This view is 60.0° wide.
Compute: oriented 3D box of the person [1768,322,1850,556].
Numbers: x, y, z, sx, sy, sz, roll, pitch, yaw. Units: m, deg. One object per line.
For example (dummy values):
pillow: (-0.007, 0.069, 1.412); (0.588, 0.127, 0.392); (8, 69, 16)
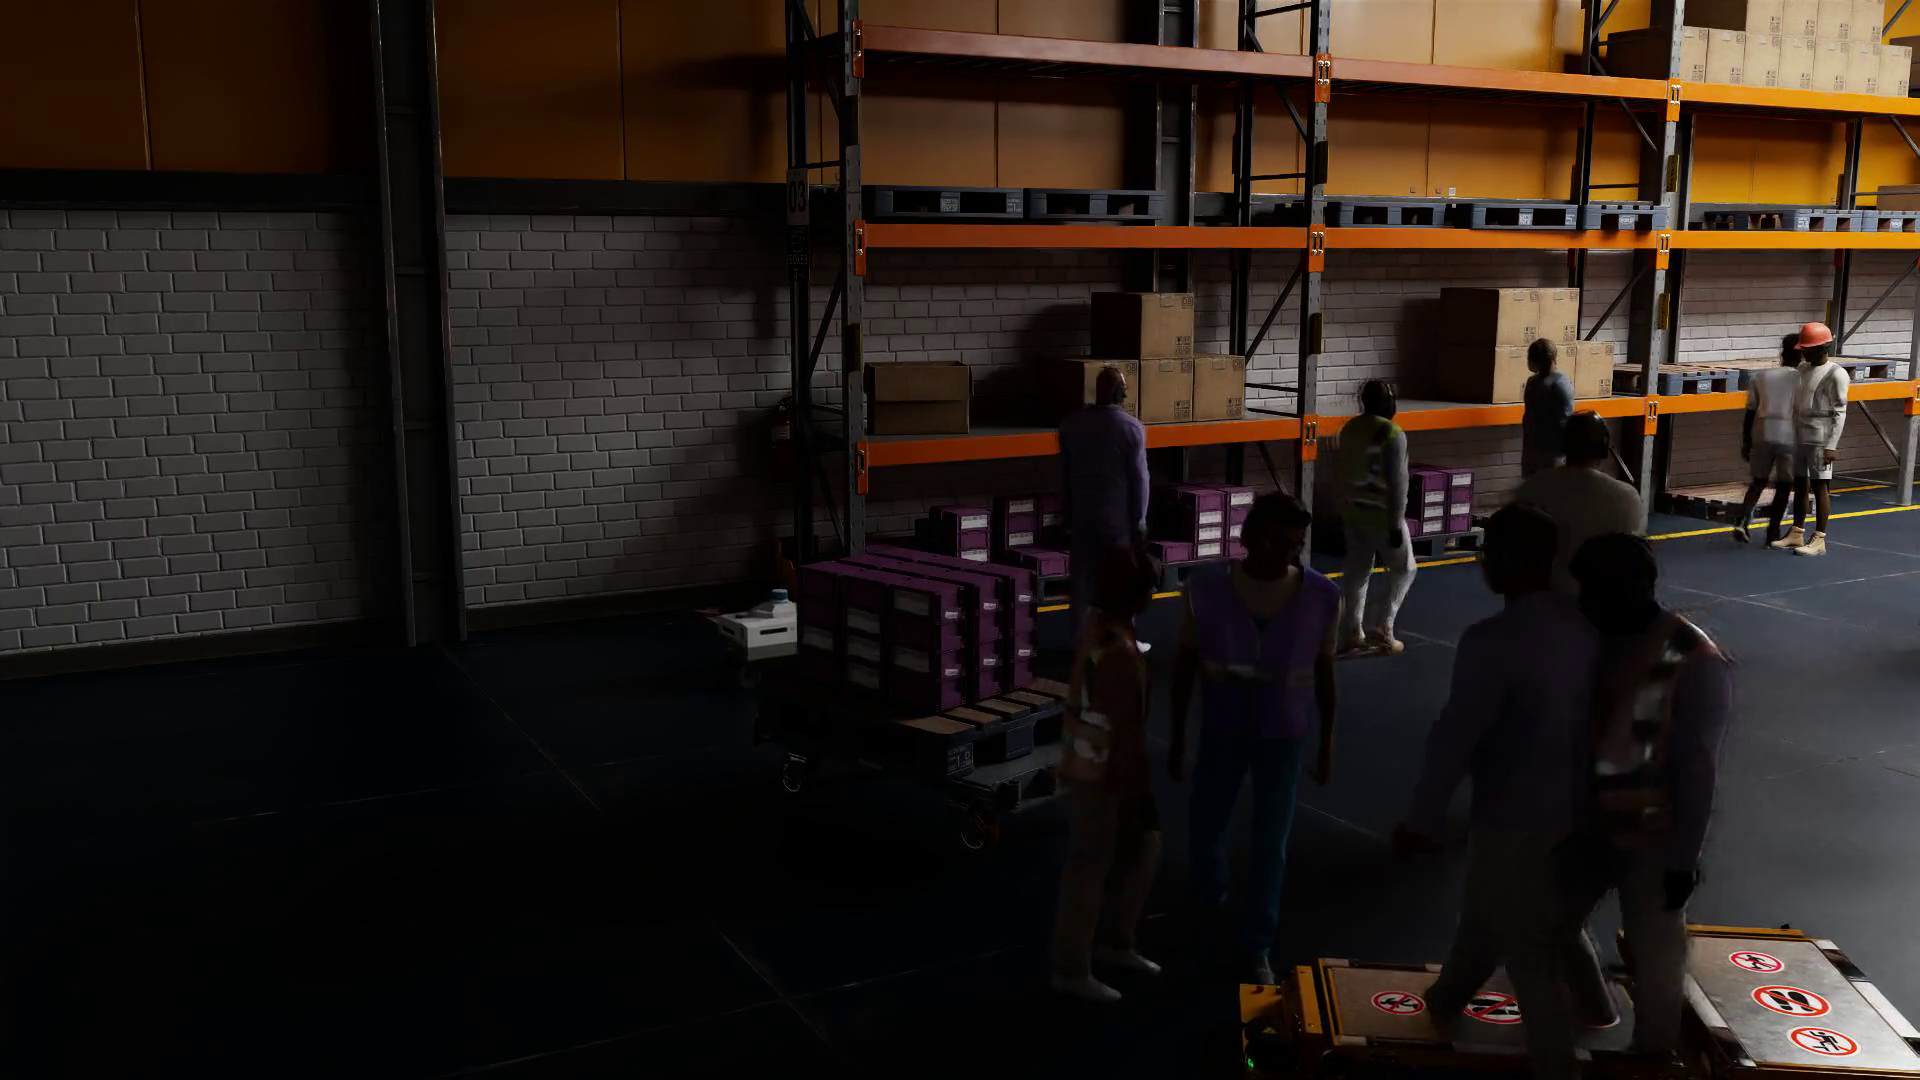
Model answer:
person: (7.408, -0.875, 14.505); (0.398, 2.033, 0.605); (-2, 10, -11)

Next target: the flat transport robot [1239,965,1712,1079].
flat transport robot: (1.633, 1.594, 5.359); (1.431, 0.197, 0.652); (1, 10, 8)

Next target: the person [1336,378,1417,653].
person: (2.747, -0.146, 10.910); (0.529, 1.821, 0.654); (-5, 11, -26)

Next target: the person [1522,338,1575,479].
person: (4.872, -0.717, 13.889); (0.374, 1.931, 0.628); (-1, 10, -8)

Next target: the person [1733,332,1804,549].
person: (7.282, -0.871, 14.778); (0.522, 1.924, 0.629); (-8, 13, -40)

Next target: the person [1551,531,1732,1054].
person: (2.011, 0.870, 5.064); (0.435, 1.821, 0.664); (-5, 11, -29)

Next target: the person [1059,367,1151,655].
person: (0.965, -0.176, 10.905); (0.654, 1.894, 0.482); (7, 12, 33)

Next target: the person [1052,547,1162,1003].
person: (0.565, 0.835, 5.834); (0.533, 1.619, 0.581); (1, 10, 4)

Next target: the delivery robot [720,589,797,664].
delivery robot: (-1.115, 0.547, 10.300); (0.707, 0.478, 0.477); (-6, 12, -31)

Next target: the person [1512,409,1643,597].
person: (2.852, 0.344, 7.817); (0.755, 1.921, 0.641); (-8, 13, -39)

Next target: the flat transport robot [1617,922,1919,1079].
flat transport robot: (2.694, 1.572, 5.485); (0.652, 0.197, 1.431); (1, 10, 7)

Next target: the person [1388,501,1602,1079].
person: (1.597, 0.826, 5.104); (0.643, 1.900, 0.919); (-9, 13, -43)

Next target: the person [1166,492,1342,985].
person: (1.053, 0.707, 6.012); (0.614, 1.814, 0.503); (1, 10, 8)
